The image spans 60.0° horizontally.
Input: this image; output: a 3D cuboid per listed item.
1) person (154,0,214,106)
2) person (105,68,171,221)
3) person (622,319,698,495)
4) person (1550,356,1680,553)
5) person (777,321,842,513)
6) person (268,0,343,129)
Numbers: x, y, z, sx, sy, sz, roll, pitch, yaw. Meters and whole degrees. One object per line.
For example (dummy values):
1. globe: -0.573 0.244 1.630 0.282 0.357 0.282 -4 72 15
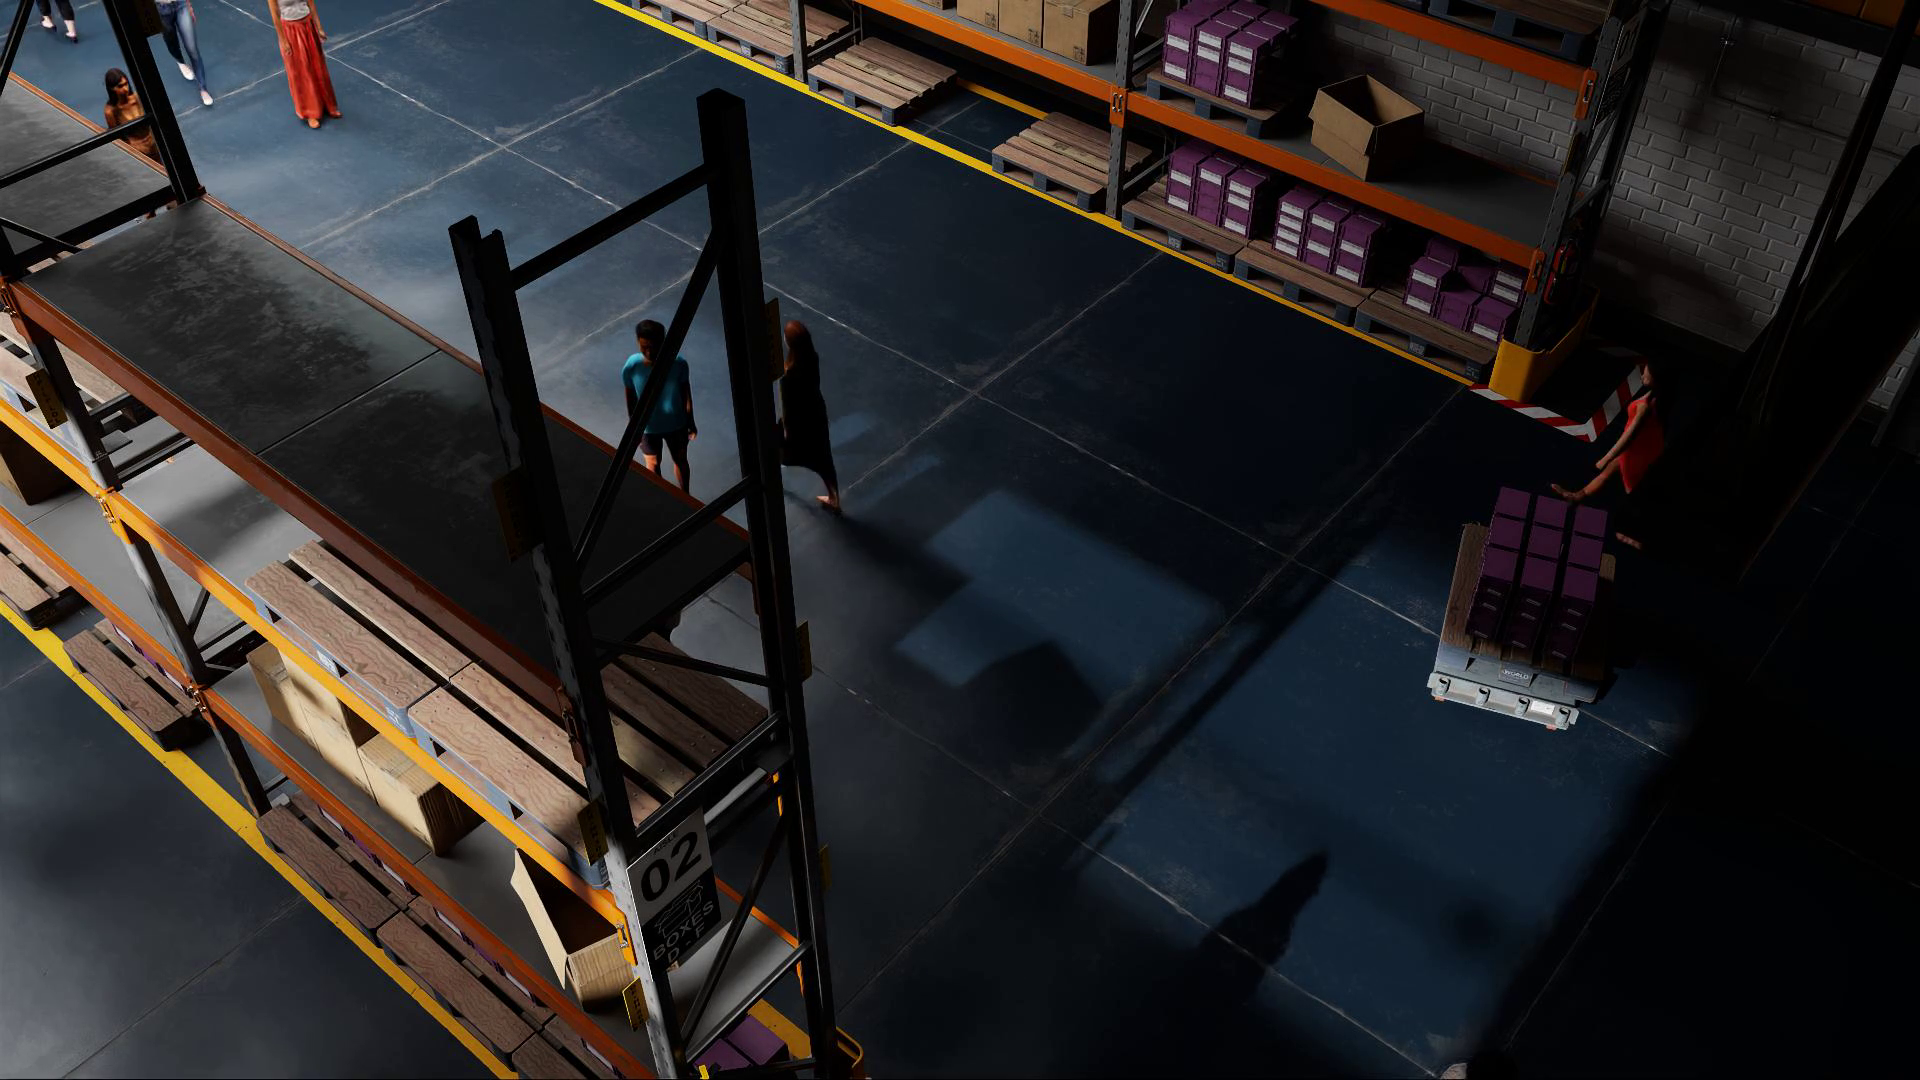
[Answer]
1. person: -7.859 -5.243 16.540 0.844 1.695 1.184 -22 48 -21
2. person: -7.138 -3.350 14.558 0.531 1.687 0.585 25 49 24
3. person: -2.132 -0.846 11.865 0.692 1.776 0.723 -8 44 -9
4. person: 4.818 -0.546 11.625 0.642 1.673 1.050 -34 53 -30
5. person: -1.068 -0.841 11.997 0.664 1.587 1.059 -34 53 -31
6. person: -6.403 -4.903 16.104 0.574 1.803 0.619 31 52 29
